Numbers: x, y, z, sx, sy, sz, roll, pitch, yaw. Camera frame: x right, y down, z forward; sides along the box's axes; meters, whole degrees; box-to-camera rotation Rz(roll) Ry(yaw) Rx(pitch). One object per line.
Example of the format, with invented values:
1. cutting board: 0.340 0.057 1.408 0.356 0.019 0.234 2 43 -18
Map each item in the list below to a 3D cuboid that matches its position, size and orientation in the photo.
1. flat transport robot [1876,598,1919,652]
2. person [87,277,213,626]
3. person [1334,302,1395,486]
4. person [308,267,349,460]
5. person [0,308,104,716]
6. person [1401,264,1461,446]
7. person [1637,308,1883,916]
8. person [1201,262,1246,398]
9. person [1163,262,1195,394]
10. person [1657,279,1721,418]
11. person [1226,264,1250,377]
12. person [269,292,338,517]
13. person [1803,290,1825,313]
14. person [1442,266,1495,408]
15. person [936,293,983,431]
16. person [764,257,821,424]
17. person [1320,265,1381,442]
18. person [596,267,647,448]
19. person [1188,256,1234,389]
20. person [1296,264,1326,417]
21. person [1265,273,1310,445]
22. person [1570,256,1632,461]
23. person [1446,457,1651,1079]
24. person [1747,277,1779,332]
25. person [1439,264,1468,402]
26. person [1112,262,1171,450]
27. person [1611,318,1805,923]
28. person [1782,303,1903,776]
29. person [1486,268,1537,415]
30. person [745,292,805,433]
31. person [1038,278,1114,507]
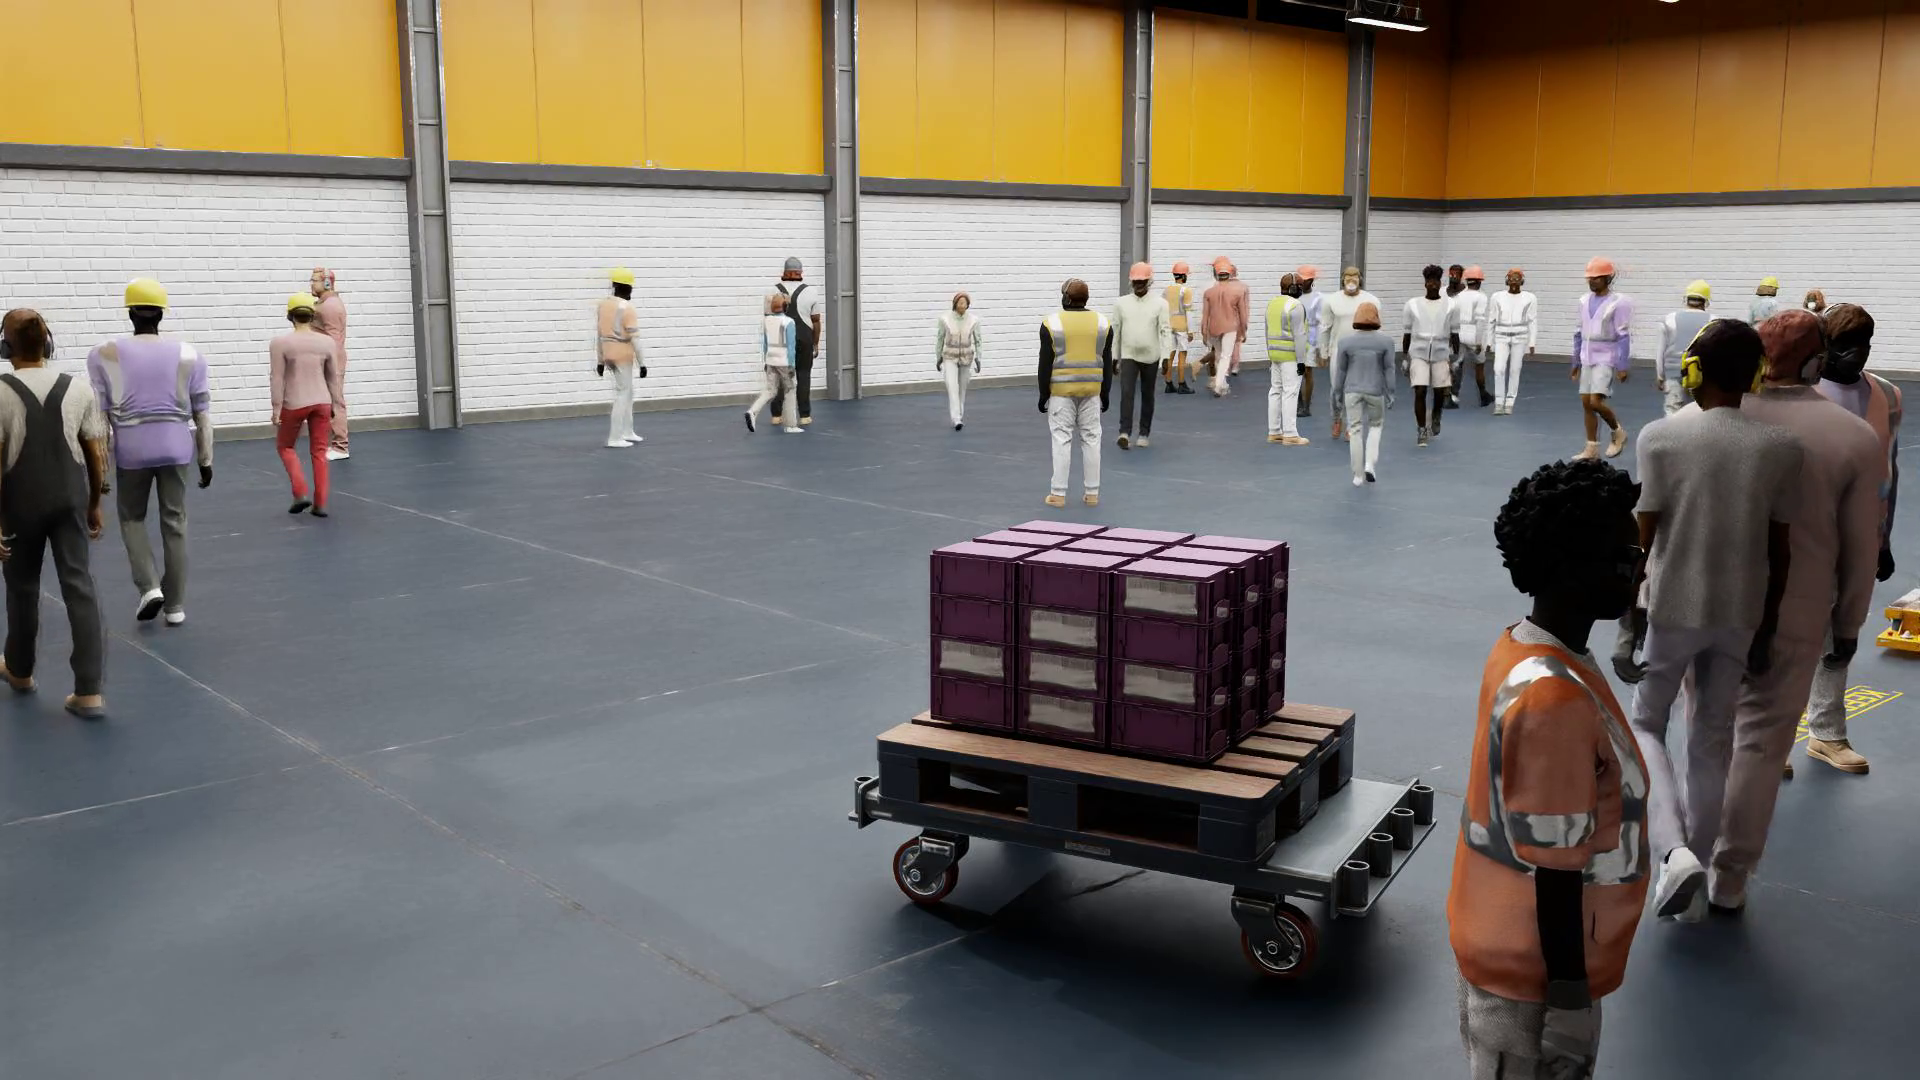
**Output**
1. flat transport robot: 5.361 0.404 8.749 0.652 0.197 1.431 8 13 40
2. person: -4.409 -0.474 9.089 0.618 1.909 0.424 -6 11 -31
3. person: 3.564 -1.286 14.676 0.522 1.617 0.352 2 10 13
4. person: -6.298 -1.747 16.557 0.409 1.908 0.651 -3 10 -19
5. person: -4.110 -0.135 7.457 0.986 1.788 0.533 9 13 43
6. person: 5.049 -1.984 17.877 0.607 1.940 0.633 2 10 11
7. person: 2.568 0.196 5.338 0.656 1.851 0.979 6 12 33
8. person: 3.786 -3.021 23.988 0.603 1.945 1.039 4 11 25
9. person: 3.228 -3.114 24.475 0.359 1.938 0.545 -8 13 -40
10. person: 6.962 -1.581 15.898 0.599 1.806 0.775 5 11 27
11. person: 4.530 -3.696 28.061 0.650 1.879 0.772 1 10 3
12. person: -5.090 -1.044 12.906 0.548 1.746 0.426 -9 13 -42
13. person: 10.464 -2.259 20.452 0.519 1.602 0.763 7 12 37
14. person: 6.792 -2.693 22.176 1.051 1.878 0.560 -7 12 -36
15. person: -0.003 -2.076 19.400 0.523 1.580 0.875 -2 10 -10
16. person: -2.014 -2.423 20.123 0.690 2.000 0.543 0 10 2
17. person: 4.233 -2.011 18.057 0.642 1.919 0.448 2 10 12
18. person: -3.524 -1.934 17.672 0.613 1.897 0.702 9 13 42
19. person: 3.800 -3.285 25.203 0.690 2.027 0.619 -2 10 -13
20. person: 4.313 -2.494 20.884 0.566 1.920 0.434 8 12 39
21. person: 3.539 -1.944 17.903 0.429 1.842 0.636 -4 10 -21
22. person: 6.242 -1.751 16.233 0.518 2.021 0.616 -4 11 -23
23. person: 0.989 0.705 2.817 0.318 1.697 0.533 2 10 13
24. person: 11.306 -2.828 23.393 0.321 1.734 0.485 -4 10 -20
25. person: 6.845 -2.862 23.073 0.615 1.907 0.454 9 13 44
26. person: 1.875 -1.907 17.368 0.651 1.942 0.995 2 10 12
27. person: 2.229 0.263 4.990 0.530 1.842 0.509 1 10 7
28. person: 3.378 0.004 6.502 0.624 1.844 0.429 -1 10 -8
29. person: 6.979 -2.493 21.061 0.613 1.856 0.745 3 10 20
30. person: -2.096 -1.993 18.856 0.523 1.618 0.686 9 13 42
31. person: 0.924 -1.189 13.473 0.633 1.846 0.429 -2 10 -14
